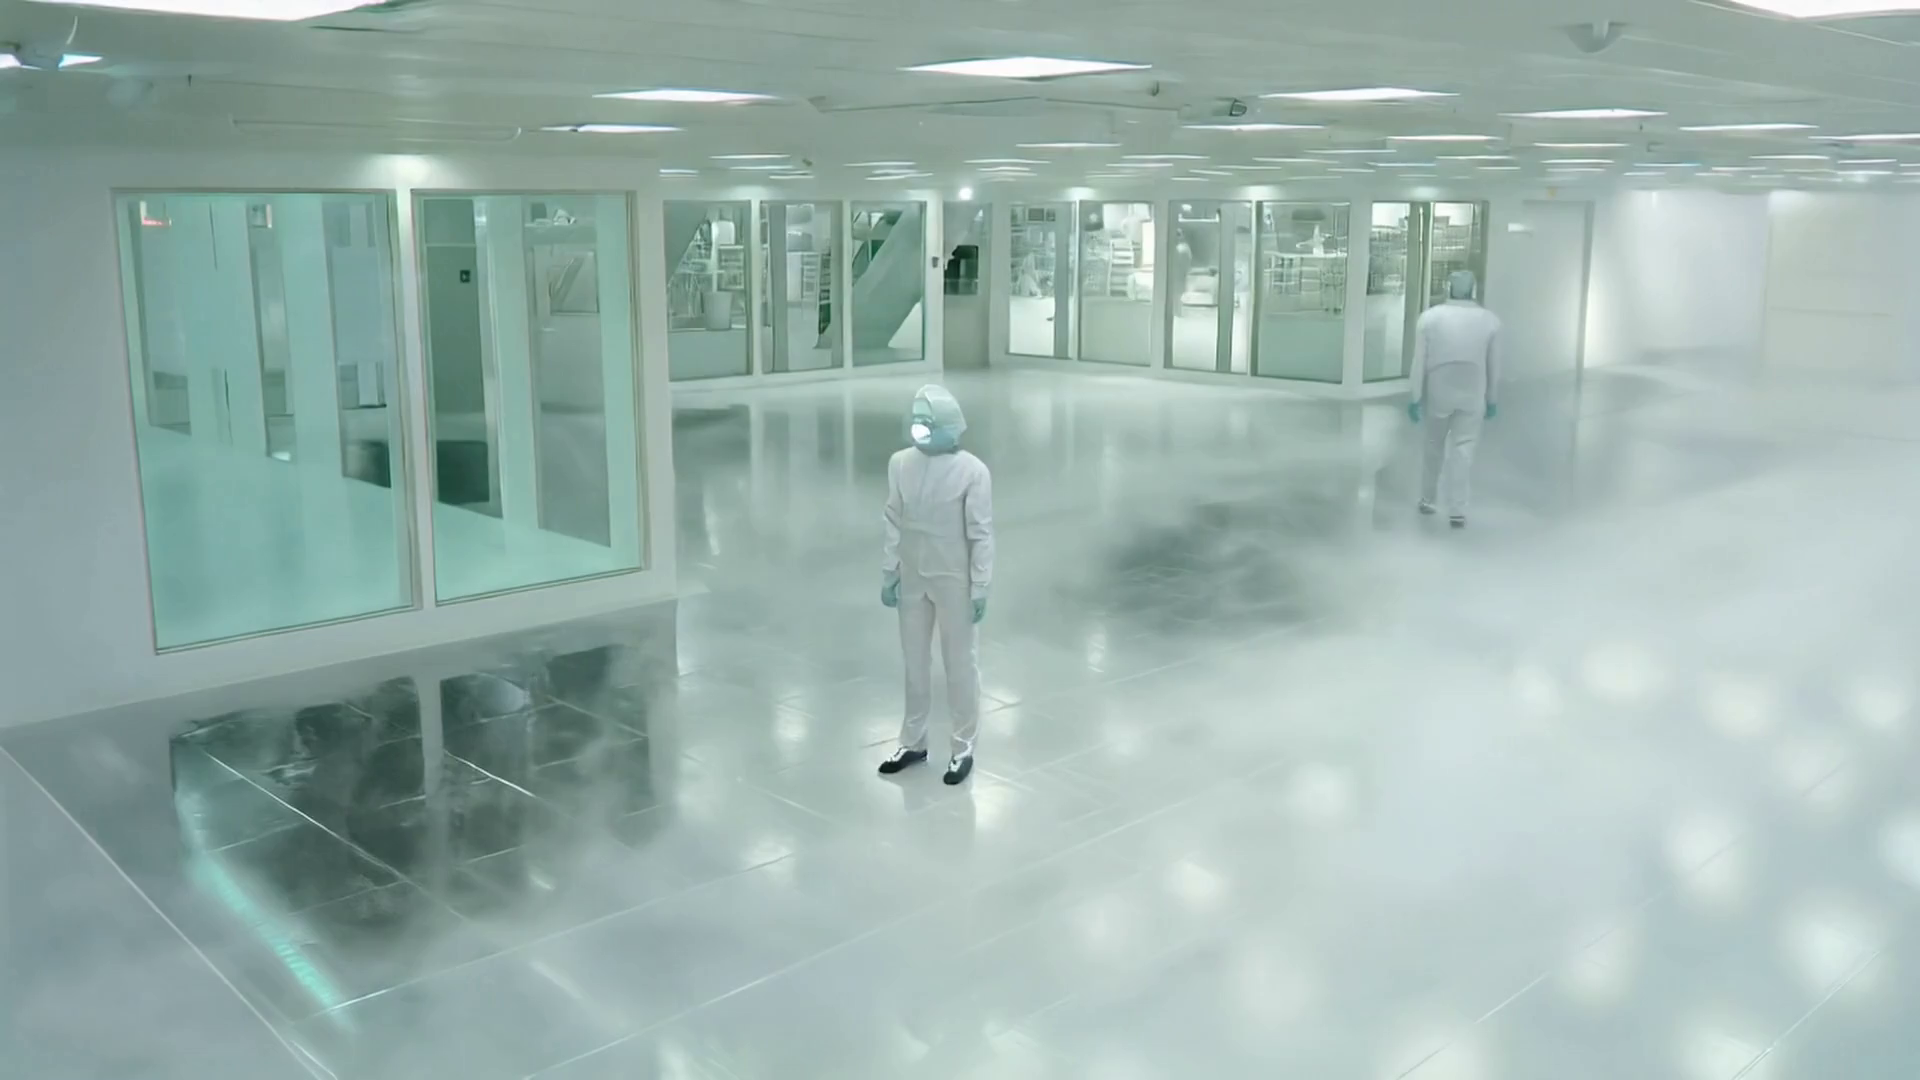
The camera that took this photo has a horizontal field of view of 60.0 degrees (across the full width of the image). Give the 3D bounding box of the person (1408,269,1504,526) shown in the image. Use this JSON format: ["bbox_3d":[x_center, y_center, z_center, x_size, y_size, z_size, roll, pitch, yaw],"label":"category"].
[{"bbox_3d":[3.705,-1.089,12.489,0.670,1.871,0.904,2,12,11],"label":"person"}]

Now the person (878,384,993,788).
[{"bbox_3d":[-0.103,0.183,6.734,0.497,1.634,0.279,7,13,31],"label":"person"}]
